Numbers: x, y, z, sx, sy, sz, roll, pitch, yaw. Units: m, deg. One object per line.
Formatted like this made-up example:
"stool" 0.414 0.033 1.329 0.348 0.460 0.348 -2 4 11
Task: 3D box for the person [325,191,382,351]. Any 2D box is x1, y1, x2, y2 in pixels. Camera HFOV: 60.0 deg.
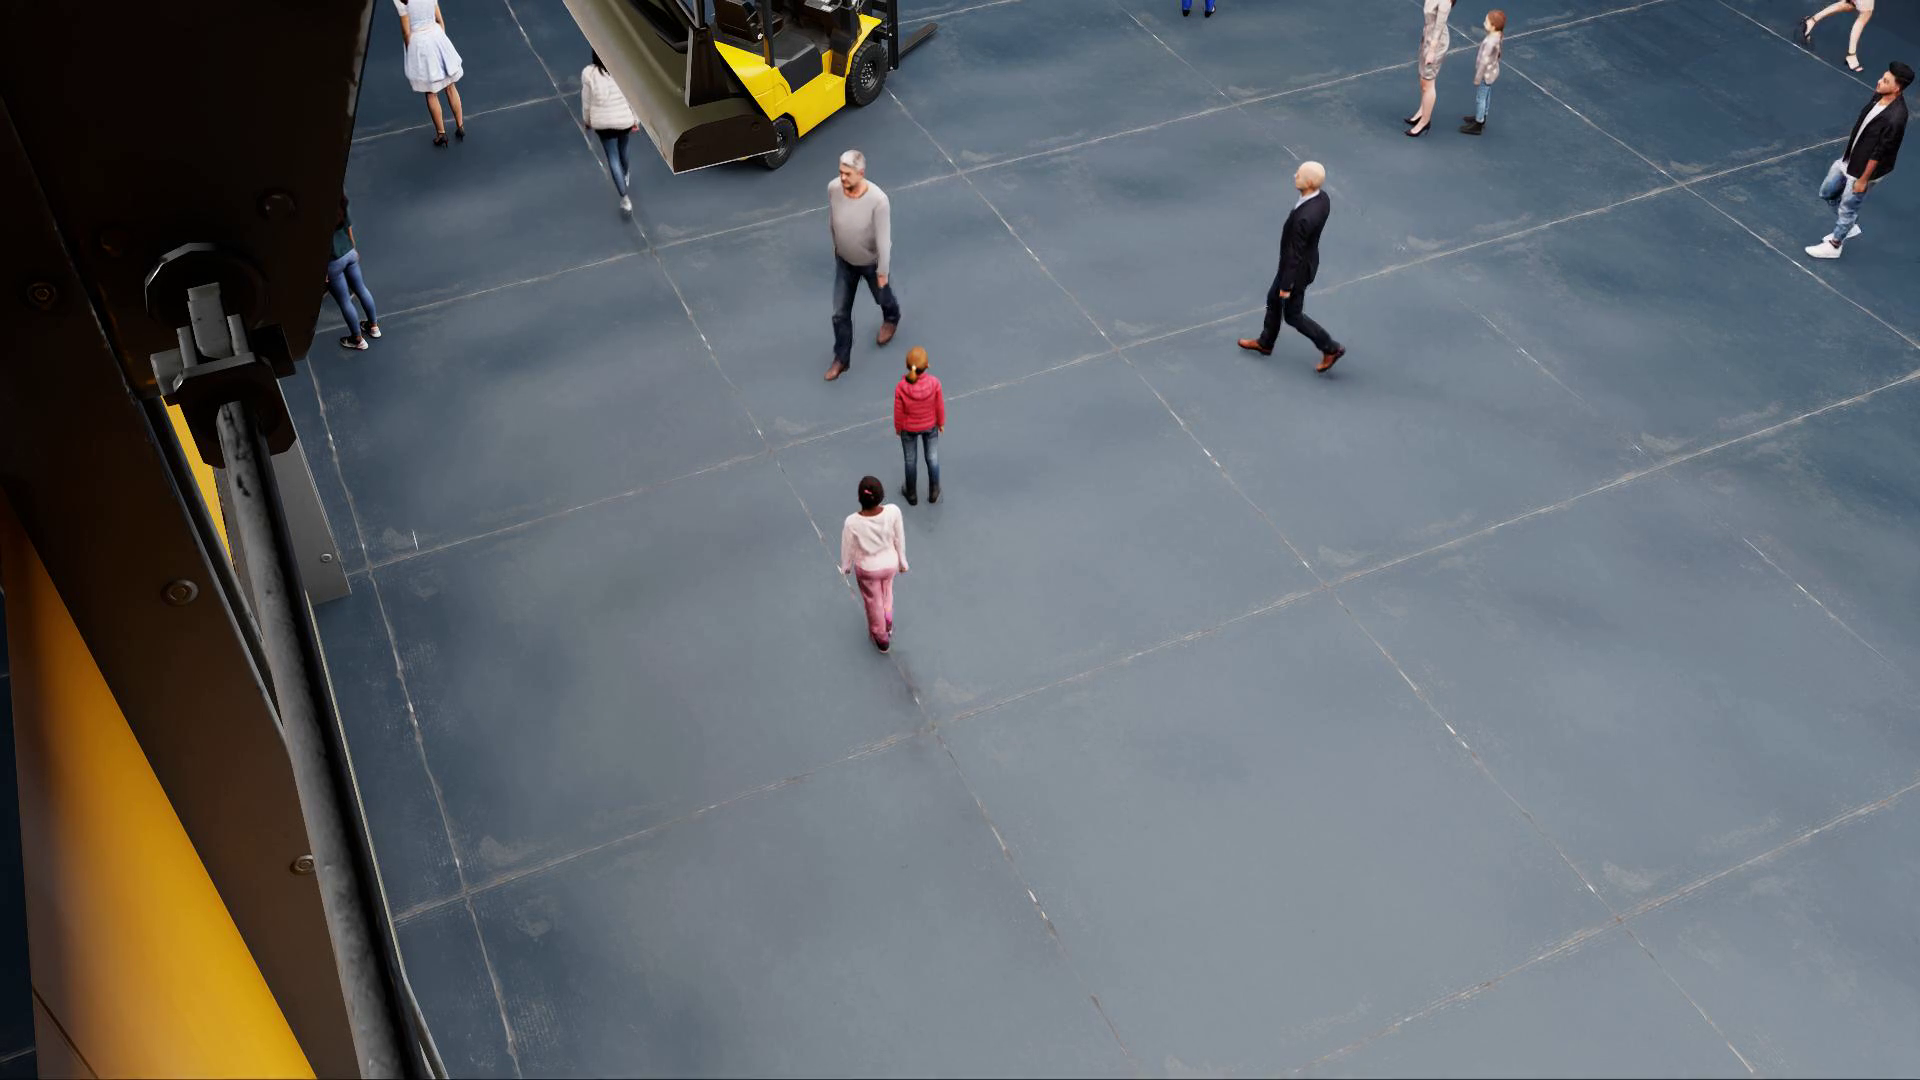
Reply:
"person" -4.909 -2.229 13.089 0.754 1.615 0.711 20 47 20

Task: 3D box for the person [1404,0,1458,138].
"person" 4.415 -4.602 15.487 0.725 1.743 0.631 7 44 7

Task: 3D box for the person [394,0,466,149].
"person" -4.879 -4.476 15.300 0.774 1.818 0.805 -30 51 -28

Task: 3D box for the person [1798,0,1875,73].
"person" 8.932 -5.627 16.525 0.711 1.796 1.125 -26 49 -25

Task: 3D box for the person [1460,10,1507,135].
"person" 4.980 -4.425 15.700 0.594 1.192 0.546 18 47 18

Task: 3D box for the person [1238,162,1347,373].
"person" 2.669 -2.064 12.799 1.194 1.775 1.127 15 46 15

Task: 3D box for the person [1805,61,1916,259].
"person" 7.661 -3.145 13.917 0.888 1.800 0.795 4 44 4

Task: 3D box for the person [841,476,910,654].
"person" -0.514 0.185 10.683 0.579 1.439 0.594 -15 46 -15

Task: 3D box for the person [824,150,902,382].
"person" -0.709 -2.211 12.890 1.276 1.863 1.259 21 47 21

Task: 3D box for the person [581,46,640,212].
"person" -3.038 -3.646 14.580 0.713 1.610 1.076 -13 45 -13

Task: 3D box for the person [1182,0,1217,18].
"person" 2.543 -6.284 17.284 0.710 1.700 0.740 8 44 9

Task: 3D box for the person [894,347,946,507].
"person" -0.288 -0.803 11.809 0.568 1.315 0.559 -6 44 -6
